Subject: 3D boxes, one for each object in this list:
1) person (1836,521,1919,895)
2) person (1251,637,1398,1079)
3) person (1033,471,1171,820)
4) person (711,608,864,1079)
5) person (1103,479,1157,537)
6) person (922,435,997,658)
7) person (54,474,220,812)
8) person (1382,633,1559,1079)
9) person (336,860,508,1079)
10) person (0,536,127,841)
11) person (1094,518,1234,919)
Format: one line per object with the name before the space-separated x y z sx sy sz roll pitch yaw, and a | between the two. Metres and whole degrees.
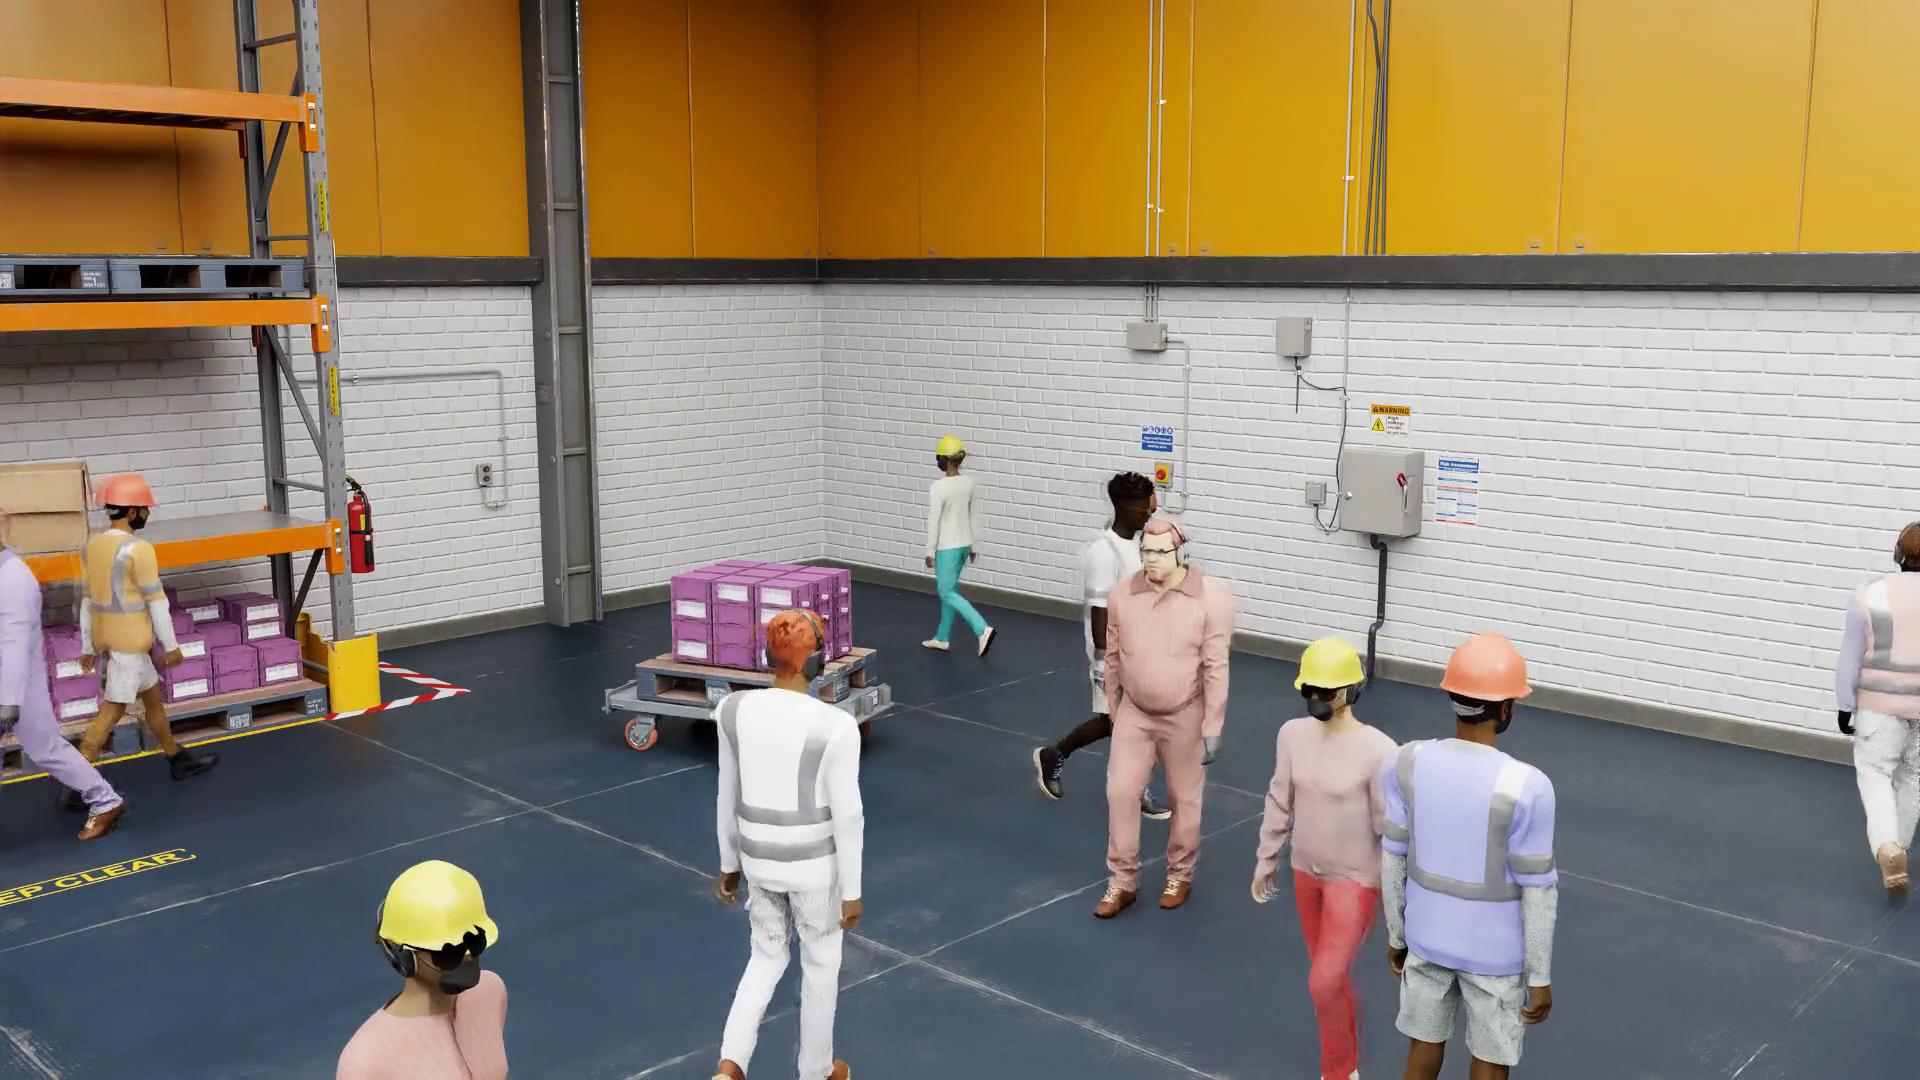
person | 4.629 0.815 8.131 0.627 1.821 0.799 3 10 16
person | 1.275 1.207 5.909 0.588 1.743 0.539 -7 12 -37
person | 0.813 0.576 9.184 0.704 1.947 0.622 6 11 32
person | -0.617 1.165 5.824 0.589 1.864 0.652 4 10 24
person | 1.216 0.379 11.345 0.506 1.631 0.266 4 10 24
person | -0.007 0.051 12.997 0.739 1.743 0.525 7 11 36
person | -4.768 0.567 9.477 0.534 1.881 1.040 7 11 36
person | 1.576 1.240 5.139 0.552 1.937 0.356 9 13 43
person | -1.141 1.559 3.708 0.326 1.767 0.533 3 10 20
person | -4.866 0.727 8.582 0.663 1.865 0.985 7 12 38
person | 0.921 0.845 7.739 0.648 1.885 0.727 4 10 24
